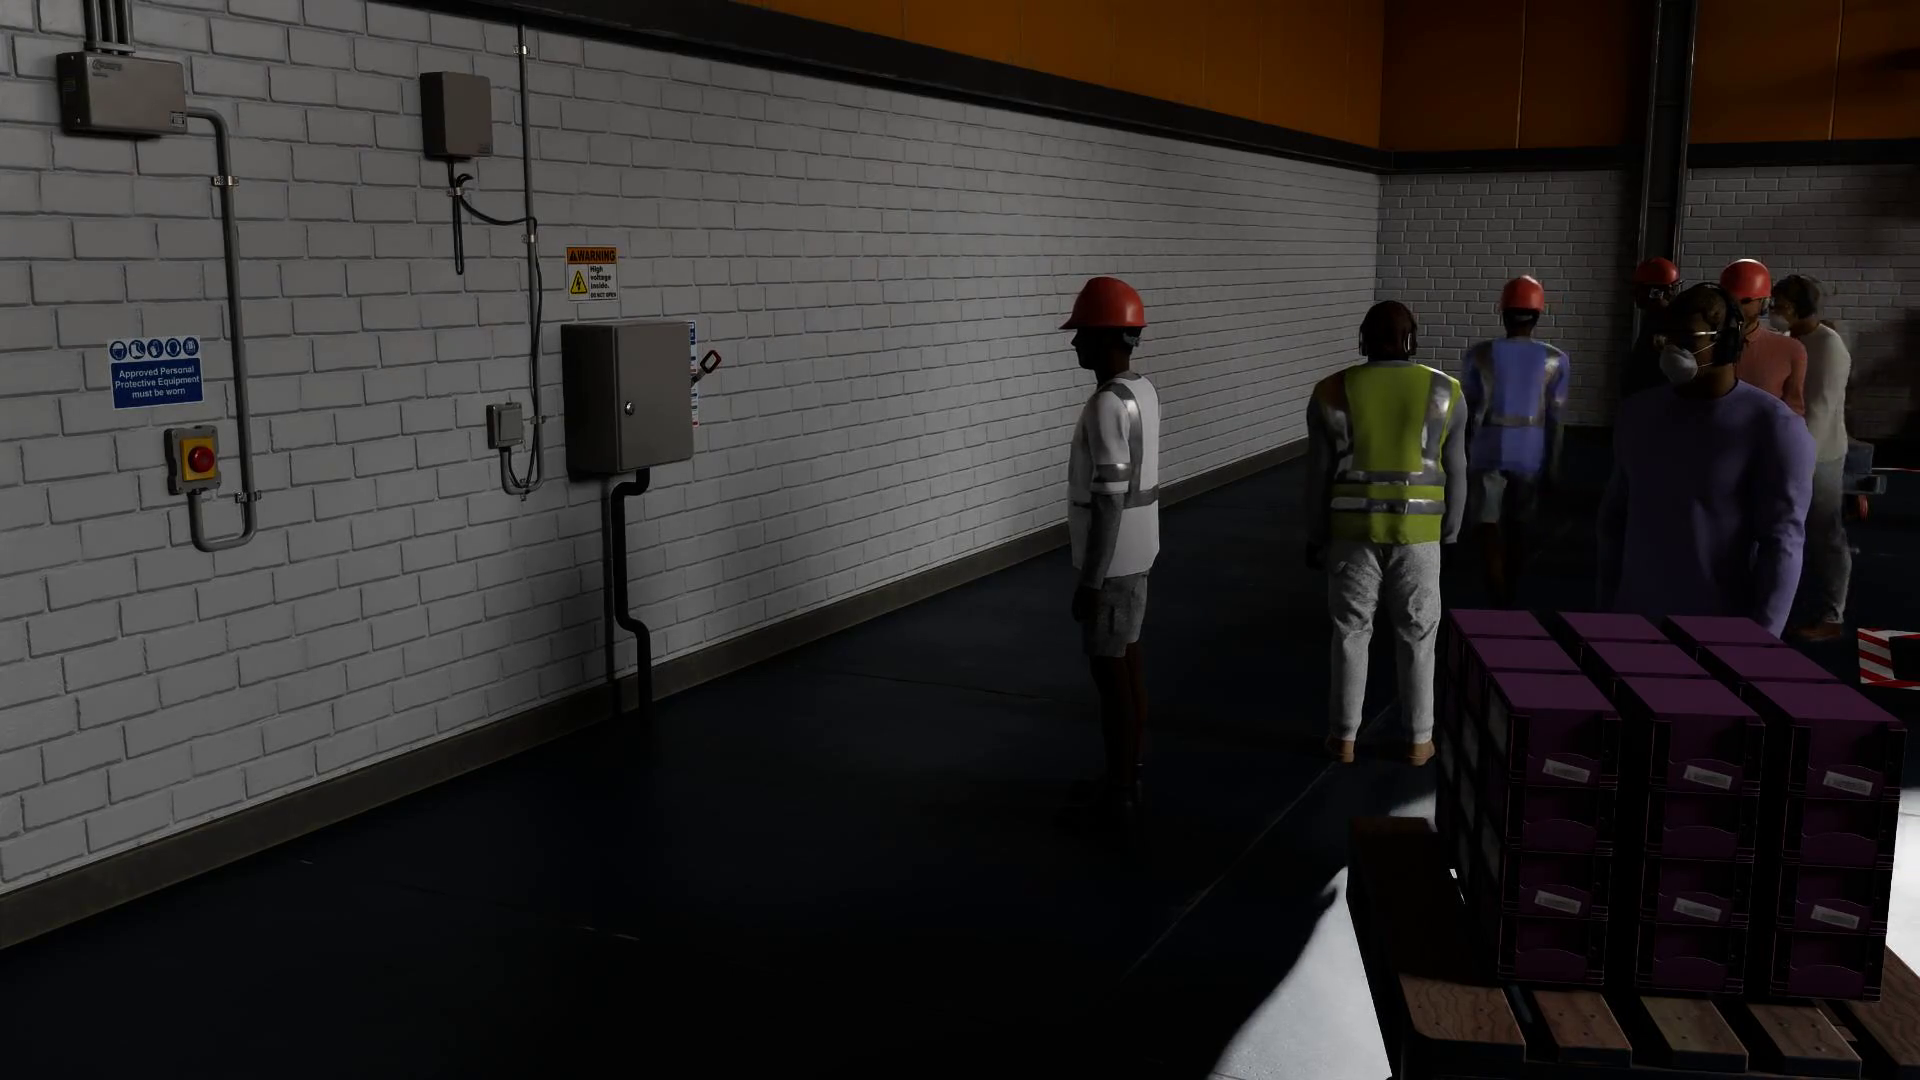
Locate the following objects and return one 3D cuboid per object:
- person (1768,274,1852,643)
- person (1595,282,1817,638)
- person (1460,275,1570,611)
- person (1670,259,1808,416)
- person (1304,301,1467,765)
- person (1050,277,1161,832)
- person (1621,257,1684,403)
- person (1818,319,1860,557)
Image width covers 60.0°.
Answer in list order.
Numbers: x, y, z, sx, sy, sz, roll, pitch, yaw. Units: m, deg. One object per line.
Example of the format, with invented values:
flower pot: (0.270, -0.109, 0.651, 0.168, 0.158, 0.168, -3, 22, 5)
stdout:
person: (4.276, -0.404, 8.595, 0.807, 1.899, 0.662, -1, 10, -4)
person: (2.073, 0.243, 4.761, 0.370, 1.941, 0.627, -6, 11, -29)
person: (2.882, -0.422, 8.695, 0.544, 1.913, 0.849, 1, 10, 8)
person: (3.720, -0.349, 8.036, 0.621, 1.990, 0.396, 4, 11, 22)
person: (1.673, -0.019, 6.584, 0.619, 1.837, 0.430, 2, 10, 13)
person: (0.512, 0.057, 5.842, 0.357, 1.938, 0.543, 3, 10, 18)
person: (4.284, -0.750, 10.348, 0.380, 1.995, 0.611, 4, 10, 20)
person: (5.537, -0.631, 10.821, 0.537, 1.582, 0.846, -6, 11, -31)
